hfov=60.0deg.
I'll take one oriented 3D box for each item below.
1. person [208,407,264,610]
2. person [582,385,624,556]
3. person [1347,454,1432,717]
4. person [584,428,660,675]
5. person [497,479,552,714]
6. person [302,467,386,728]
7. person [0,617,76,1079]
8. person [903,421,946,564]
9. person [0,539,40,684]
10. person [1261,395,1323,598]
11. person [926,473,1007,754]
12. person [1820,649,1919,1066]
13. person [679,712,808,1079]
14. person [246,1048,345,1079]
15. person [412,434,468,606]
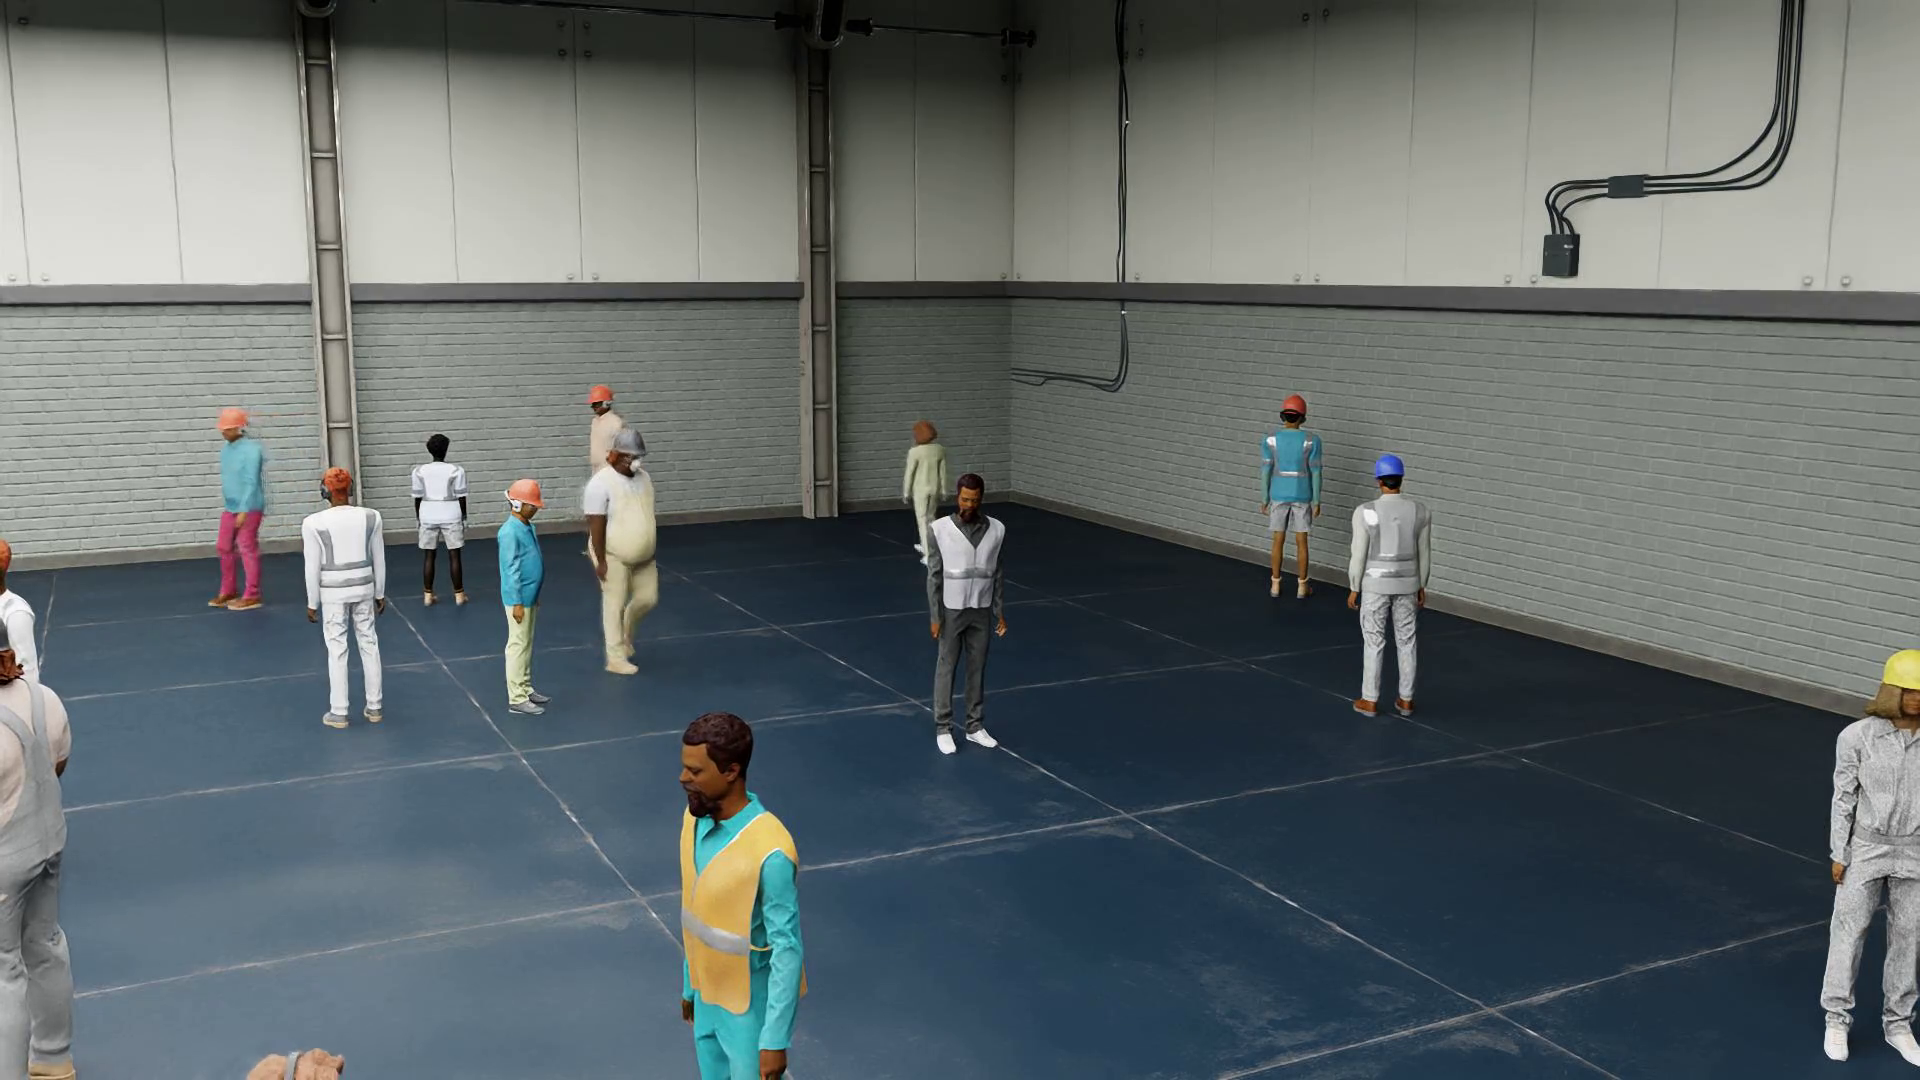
[{"bbox_3d":[-7.003,-0.303,16.091,0.632,1.977,0.491,6,11,32],"label":"person"},{"bbox_3d":[-4.063,-0.775,19.001,0.417,1.985,0.624,-8,12,-41],"label":"person"},{"bbox_3d":[3.152,0.341,12.245,0.603,1.938,0.402,-1,9,-5],"label":"person"},{"bbox_3d":[-2.733,0.075,13.567,0.570,2.000,0.698,7,12,38],"label":"person"},{"bbox_3d":[-3.239,0.412,12.403,0.337,1.742,0.562,0,9,-3],"label":"person"},{"bbox_3d":[-4.422,0.409,11.985,0.575,1.886,0.352,-7,12,-39],"label":"person"},{"bbox_3d":[-3.768,1.237,6.410,0.536,2.000,0.675,0,9,2],"label":"person"},{"bbox_3d":[-0.432,-0.555,18.836,0.554,1.589,0.675,-8,12,-39],"label":"person"},{"bbox_3d":[-5.081,0.921,8.839,0.573,1.883,0.354,8,12,40],"label":"person"},{"bbox_3d":[3.326,-0.434,16.693,0.605,2.045,0.377,3,10,19],"label":"person"},{"bbox_3d":[0.039,0.489,11.409,0.587,1.915,0.394,-5,10,-27],"label":"person"},{"bbox_3d":[3.857,1.308,6.881,0.487,1.746,0.289,2,9,9],"label":"person"},{"bbox_3d":[-0.702,1.474,5.322,0.371,1.916,0.597,-7,11,-36],"label":"person"},{"bbox_3d":[-1.551,1.897,3.697,0.818,1.601,0.514,-4,10,-22],"label":"person"},{"bbox_3d":[-5.084,-0.193,16.309,0.534,1.690,0.321,0,9,-2],"label":"person"}]
